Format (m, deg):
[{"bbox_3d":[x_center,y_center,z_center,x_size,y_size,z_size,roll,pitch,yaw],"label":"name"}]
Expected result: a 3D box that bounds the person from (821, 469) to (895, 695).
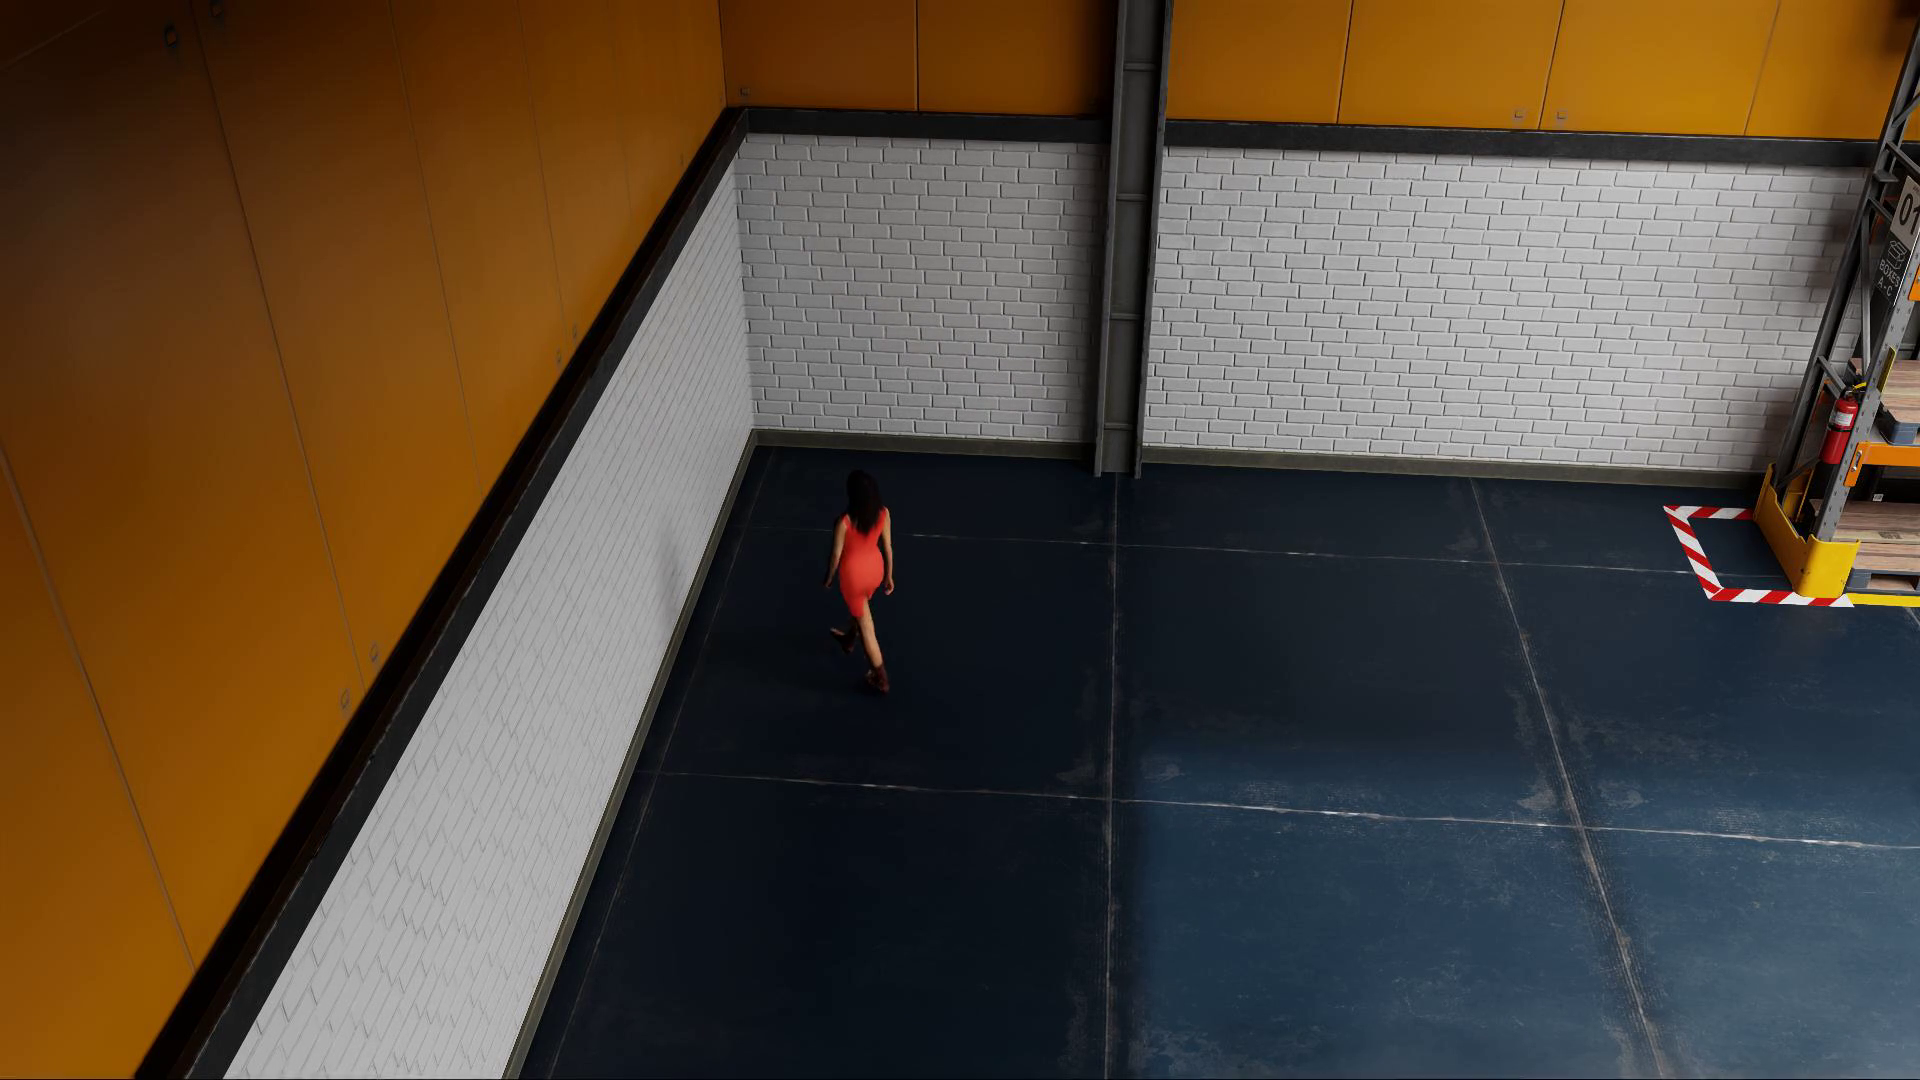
[{"bbox_3d":[-0.635,0.318,11.372,1.006,1.679,1.051,-23,40,-31],"label":"person"}]
